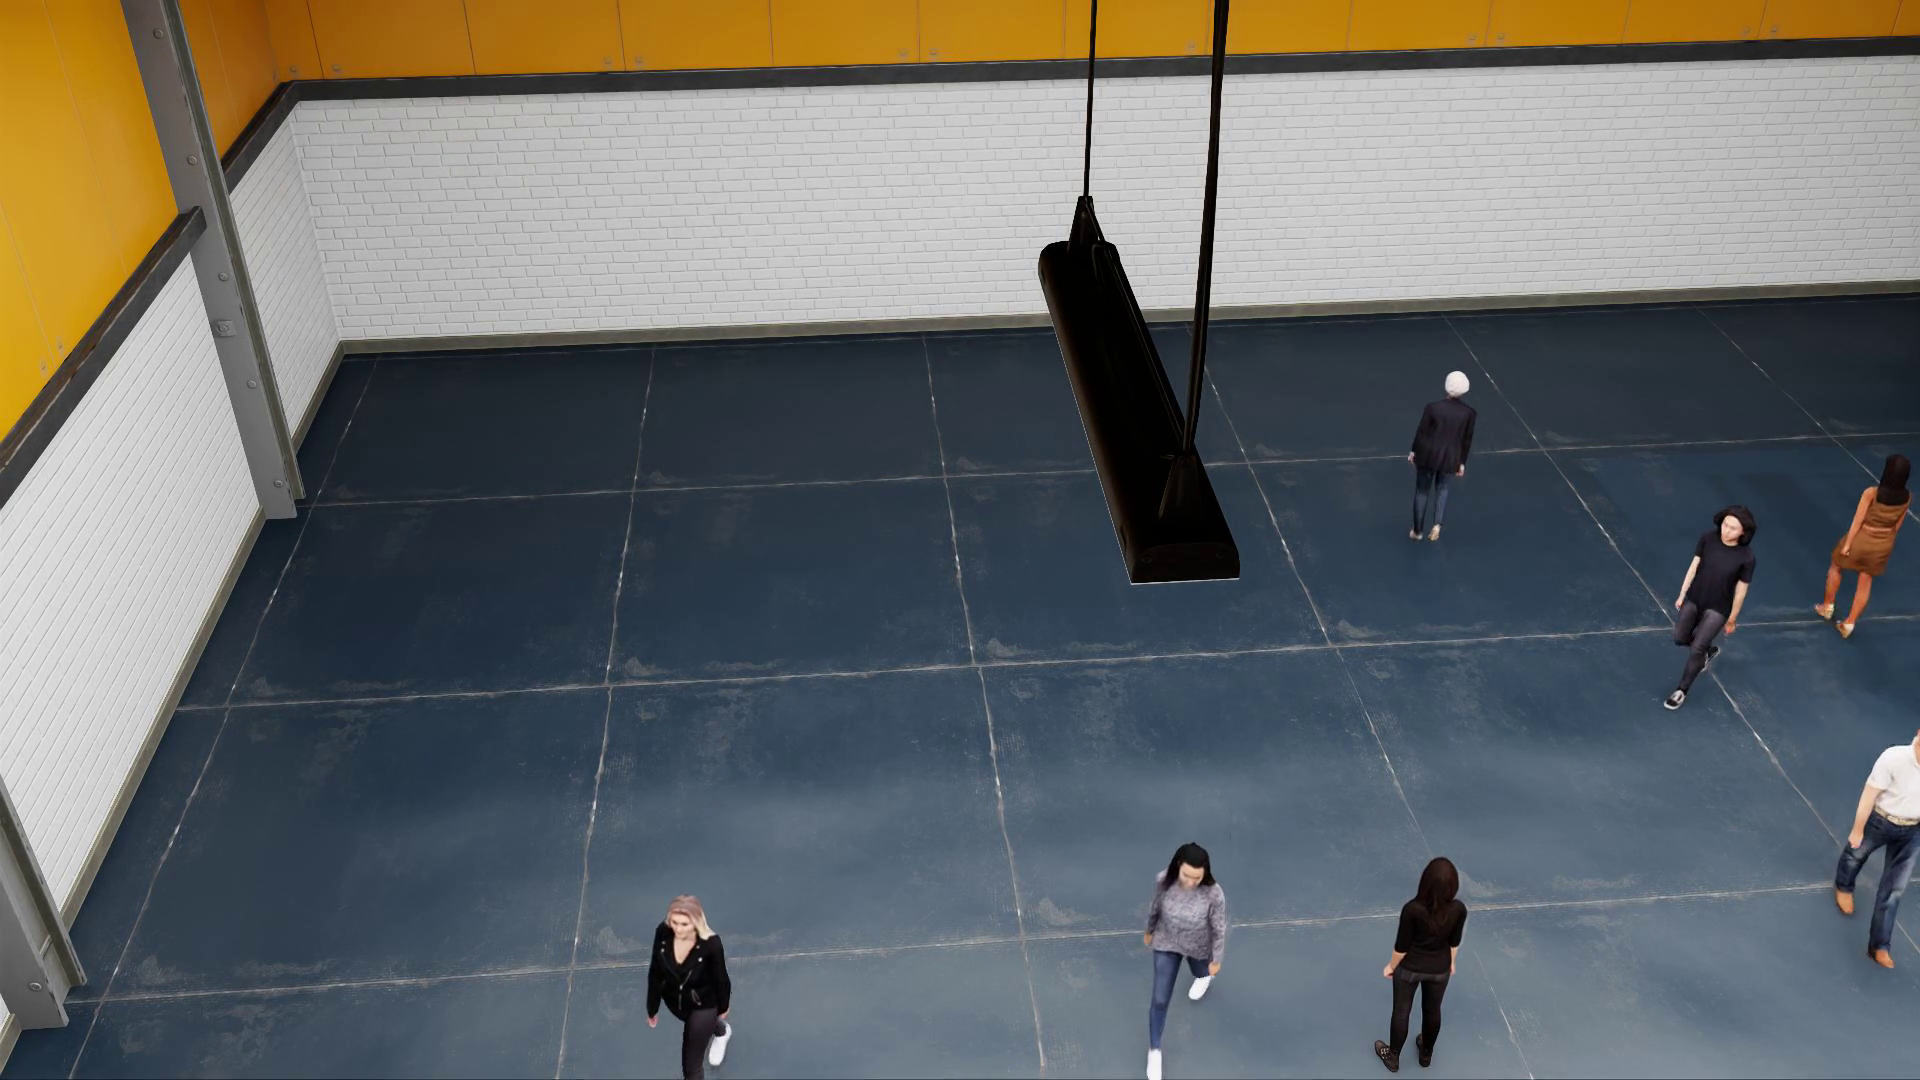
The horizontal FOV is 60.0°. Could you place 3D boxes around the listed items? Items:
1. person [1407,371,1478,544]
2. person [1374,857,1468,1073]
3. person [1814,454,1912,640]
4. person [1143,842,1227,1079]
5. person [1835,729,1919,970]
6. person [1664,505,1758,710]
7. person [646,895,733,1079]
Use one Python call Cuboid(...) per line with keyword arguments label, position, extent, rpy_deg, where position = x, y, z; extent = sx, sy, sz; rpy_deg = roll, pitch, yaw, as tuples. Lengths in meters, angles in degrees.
Cuboid(label="person", position=(4.197, -0.667, 14.731), extent=(0.772, 1.769, 0.680), rpy_deg=(3, 34, 5))
Cuboid(label="person", position=(2.768, 2.547, 9.935), extent=(0.567, 1.641, 0.500), rpy_deg=(-2, 34, -3))
Cuboid(label="person", position=(7.452, 0.098, 13.590), extent=(0.634, 1.672, 0.686), rpy_deg=(1, 34, 2))
Cuboid(label="person", position=(1.397, 2.393, 10.122), extent=(0.996, 1.690, 1.274), rpy_deg=(13, 36, 19))
Cuboid(label="person", position=(6.083, 1.793, 10.911), extent=(0.939, 1.815, 1.265), rpy_deg=(8, 34, 12))
Cuboid(label="person", position=(5.873, 0.456, 12.922), extent=(0.949, 1.817, 0.966), rpy_deg=(-21, 39, -28))
Cuboid(label="person", position=(-1.544, 2.654, 9.772), extent=(0.944, 1.643, 1.226), rpy_deg=(11, 35, 17))
